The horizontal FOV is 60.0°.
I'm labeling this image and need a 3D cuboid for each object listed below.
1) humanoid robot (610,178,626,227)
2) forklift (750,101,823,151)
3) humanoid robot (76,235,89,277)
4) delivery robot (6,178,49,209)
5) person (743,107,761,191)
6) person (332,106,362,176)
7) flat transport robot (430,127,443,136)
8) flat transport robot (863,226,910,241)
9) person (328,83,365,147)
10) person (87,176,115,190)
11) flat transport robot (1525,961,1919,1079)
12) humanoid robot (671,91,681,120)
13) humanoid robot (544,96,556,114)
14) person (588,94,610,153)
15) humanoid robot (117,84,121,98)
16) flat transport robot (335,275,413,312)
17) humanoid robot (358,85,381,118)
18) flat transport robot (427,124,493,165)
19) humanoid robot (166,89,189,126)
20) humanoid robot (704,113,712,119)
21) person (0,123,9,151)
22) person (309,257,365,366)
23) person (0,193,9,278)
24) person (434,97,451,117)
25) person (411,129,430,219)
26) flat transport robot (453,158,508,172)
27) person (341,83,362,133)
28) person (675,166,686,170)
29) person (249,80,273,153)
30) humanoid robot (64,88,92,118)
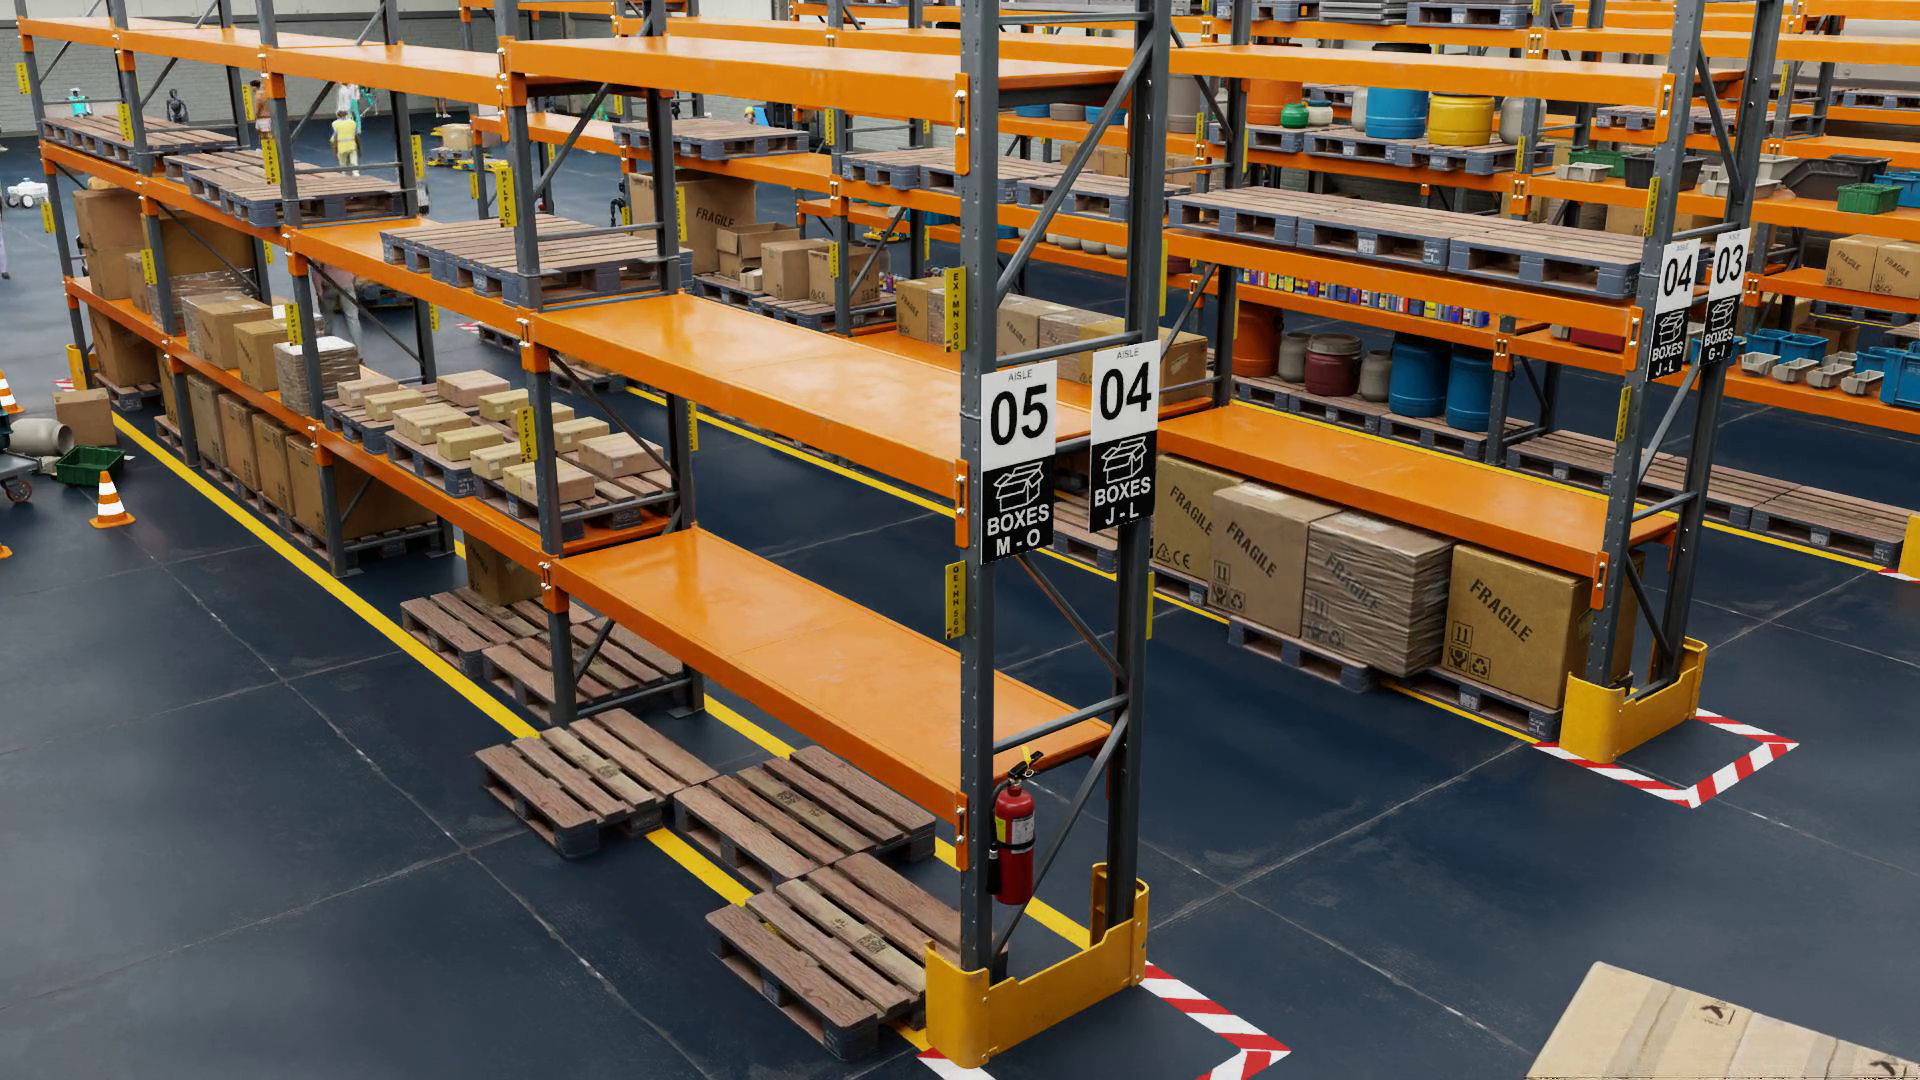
[{"bbox_3d":[-4.919,-4.523,24.664,0.599,1.657,0.315,-15,24,-37],"label":"humanoid robot"},{"bbox_3d":[-4.526,-11.368,42.374,1.129,2.768,1.873,-15,24,-37],"label":"forklift"},{"bbox_3d":[-10.263,-3.036,20.168,0.533,1.672,0.735,-15,24,-37],"label":"humanoid robot"},{"bbox_3d":[-18.585,-6.897,33.157,0.525,0.610,0.782,9,21,23],"label":"delivery robot"},{"bbox_3d":[-4.429,-8.349,35.476,0.545,1.745,0.610,0,19,1],"label":"person"},{"bbox_3d":[-12.692,-8.059,34.493,0.548,1.852,0.976,-10,22,-26],"label":"person"},{"bbox_3d":[-14.082,-11.451,46.525,0.659,0.231,1.431,9,21,24],"label":"flat transport robot"},{"bbox_3d":[-0.957,-5.503,29.598,1.431,0.231,0.659,-15,24,-37],"label":"flat transport robot"},{"bbox_3d":[-16.007,-11.091,43.127,0.860,1.853,0.586,-9,21,-24],"label":"person"},{"bbox_3d":[-13.688,-5.203,26.567,0.486,1.696,0.554,-2,19,-5],"label":"person"},{"bbox_3d":[2.856,2.639,6.425,0.659,0.231,1.431,13,23,33],"label":"flat transport robot"},{"bbox_3d":[-7.888,-11.824,45.449,0.604,1.654,0.317,-15,24,-37],"label":"humanoid robot"},{"bbox_3d":[-11.366,-11.903,45.706,0.603,1.637,0.638,8,21,23],"label":"humanoid robot"},{"bbox_3d":[-9.092,-10.756,42.012,0.846,1.953,0.529,4,20,11],"label":"person"},{"bbox_3d":[-21.124,-10.519,41.659,0.801,1.775,0.632,-1,19,-4],"label":"humanoid robot"},{"bbox_3d":[-8.274,-3.442,23.733,1.431,0.231,0.659,-5,20,-13],"label":"flat transport robot"},{"bbox_3d":[-18.135,-13.802,51.064,0.545,1.750,1.039,17,25,39],"label":"humanoid robot"},{"bbox_3d":[-11.920,-9.070,39.749,1.431,0.231,0.659,4,20,12],"label":"flat transport robot"},{"bbox_3d":[-19.469,-10.385,41.403,0.590,1.636,0.698,3,20,7],"label":"humanoid robot"},{"bbox_3d":[-5.373,-7.777,33.880,0.782,1.799,0.544,-1,19,-3],"label":"humanoid robot"},{"bbox_3d":[-24.743,-10.788,42.488,0.441,1.684,0.546,-9,21,-25],"label":"person"},{"bbox_3d":[-7.631,-3.090,20.276,0.628,1.888,1.021,-16,25,-38],"label":"person"},{"bbox_3d":[-15.146,-4.991,25.835,0.564,1.790,1.011,-15,24,-36],"label":"person"},{"bbox_3d":[-16.123,-14.036,51.461,0.500,1.877,0.397,6,20,18],"label":"person"},{"bbox_3d":[-9.393,-6.127,28.833,0.448,1.954,0.606,-1,19,-2],"label":"person"},{"bbox_3d":[-11.096,-8.751,38.842,1.431,0.231,0.659,11,22,28],"label":"flat transport robot"},{"bbox_3d":[-17.128,-12.404,46.776,0.492,1.910,0.352,0,19,0],"label":"person"},{"bbox_3d":[-5.460,-7.202,32.240,0.513,1.713,0.741,-10,22,-26],"label":"person"},{"bbox_3d":[-17.632,-10.618,41.794,0.703,1.830,0.768,-4,20,-10],"label":"person"},{"bbox_3d":[-21.013,-9.850,39.938,0.541,1.902,0.715,-17,26,-40],"label":"humanoid robot"}]
